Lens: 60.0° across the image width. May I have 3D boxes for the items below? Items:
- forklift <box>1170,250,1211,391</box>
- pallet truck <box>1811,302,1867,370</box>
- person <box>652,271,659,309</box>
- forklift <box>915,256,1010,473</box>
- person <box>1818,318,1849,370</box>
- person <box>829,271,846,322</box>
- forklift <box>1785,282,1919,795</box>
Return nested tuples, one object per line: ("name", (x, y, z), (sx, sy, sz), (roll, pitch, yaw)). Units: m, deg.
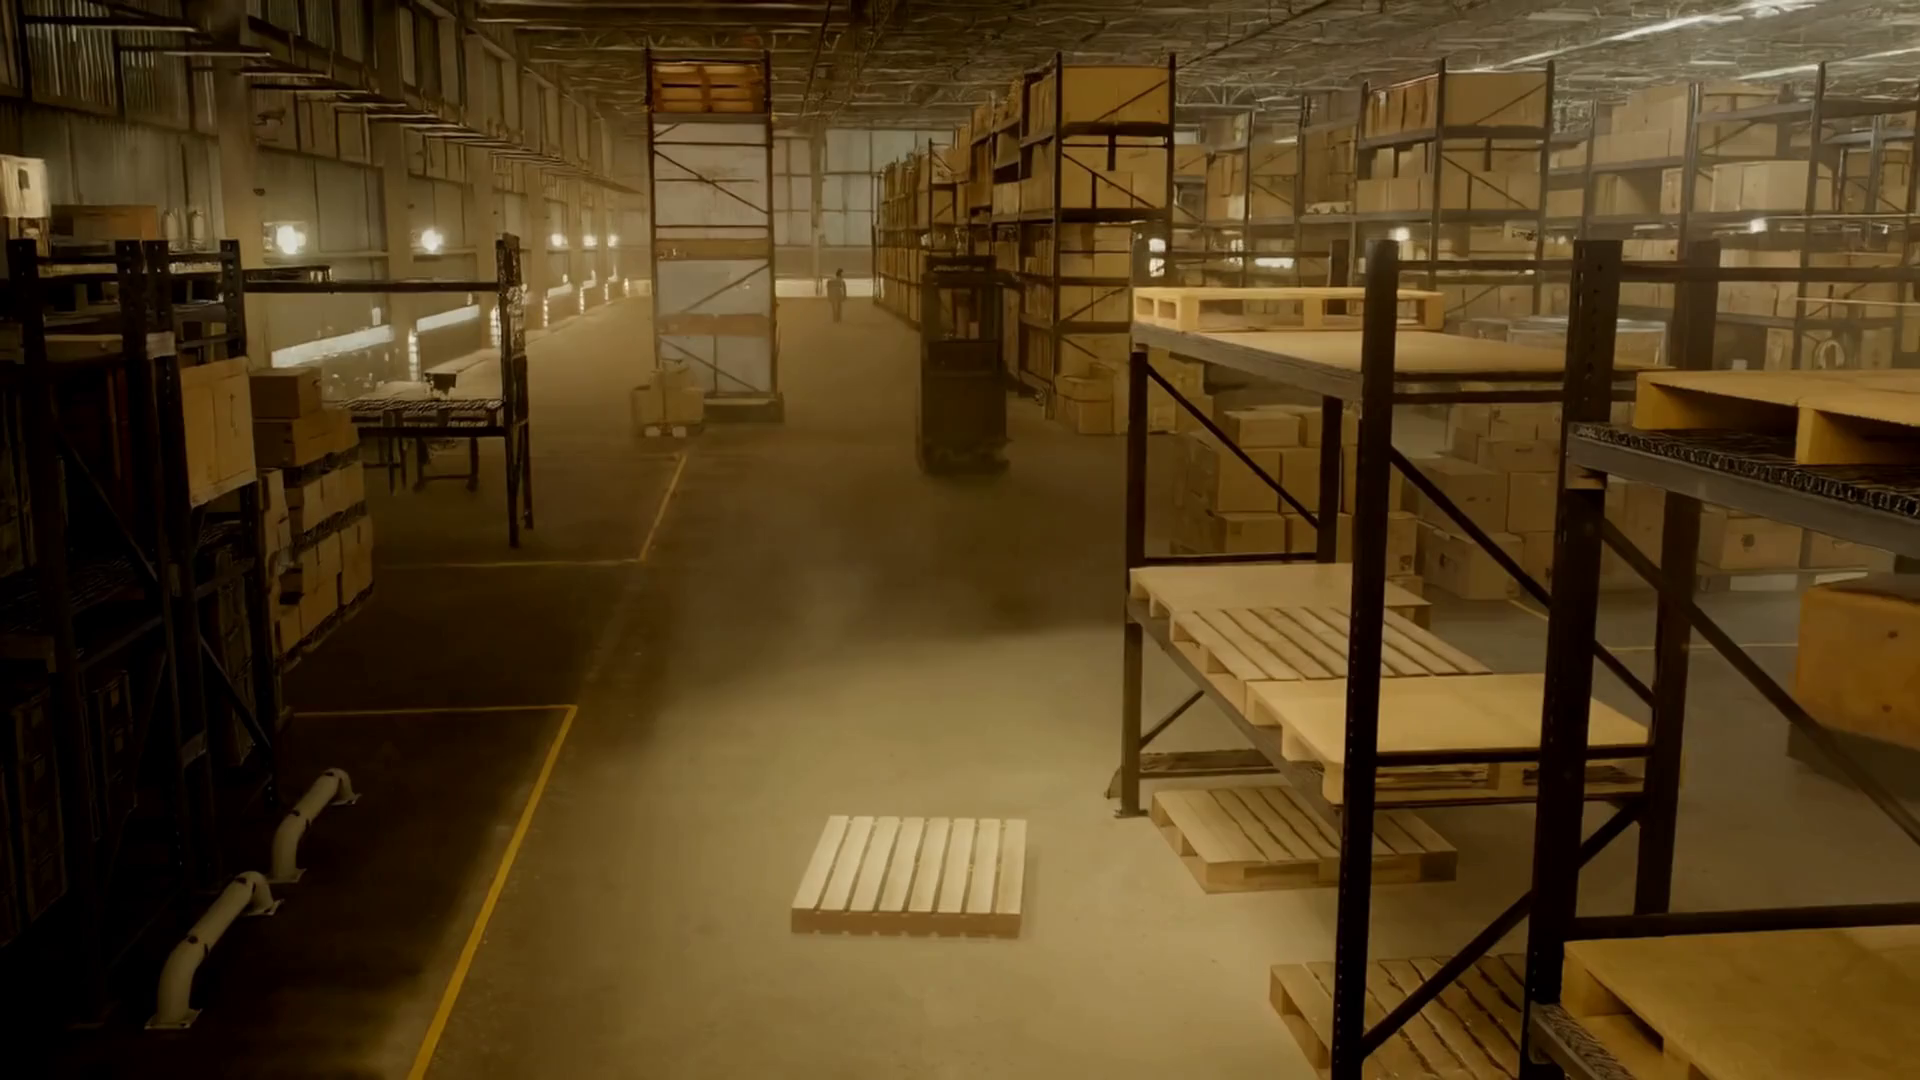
("forklift", (4.069, -4.405, 33.340), (1.873, 2.768, 1.129), (0, 10, 2))
("pallet truck", (15.846, -3.142, 28.793), (1.885, 1.965, 0.823), (2, 10, 12))
("person", (-13.328, -11.036, 73.372), (0.504, 1.691, 0.919), (7, 12, 34))
("forklift", (-0.005, -2.399, 22.225), (1.129, 2.768, 1.873), (-1, 10, -6))
("person", (12.740, -2.299, 24.373), (0.385, 1.911, 0.592), (6, 12, 29))
("person", (-4.541, -9.018, 61.651), (0.643, 1.894, 0.428), (-1, 10, -7))
("forklift", (5.788, -0.084, 9.400), (1.873, 2.768, 1.129), (-6, 12, -31))
